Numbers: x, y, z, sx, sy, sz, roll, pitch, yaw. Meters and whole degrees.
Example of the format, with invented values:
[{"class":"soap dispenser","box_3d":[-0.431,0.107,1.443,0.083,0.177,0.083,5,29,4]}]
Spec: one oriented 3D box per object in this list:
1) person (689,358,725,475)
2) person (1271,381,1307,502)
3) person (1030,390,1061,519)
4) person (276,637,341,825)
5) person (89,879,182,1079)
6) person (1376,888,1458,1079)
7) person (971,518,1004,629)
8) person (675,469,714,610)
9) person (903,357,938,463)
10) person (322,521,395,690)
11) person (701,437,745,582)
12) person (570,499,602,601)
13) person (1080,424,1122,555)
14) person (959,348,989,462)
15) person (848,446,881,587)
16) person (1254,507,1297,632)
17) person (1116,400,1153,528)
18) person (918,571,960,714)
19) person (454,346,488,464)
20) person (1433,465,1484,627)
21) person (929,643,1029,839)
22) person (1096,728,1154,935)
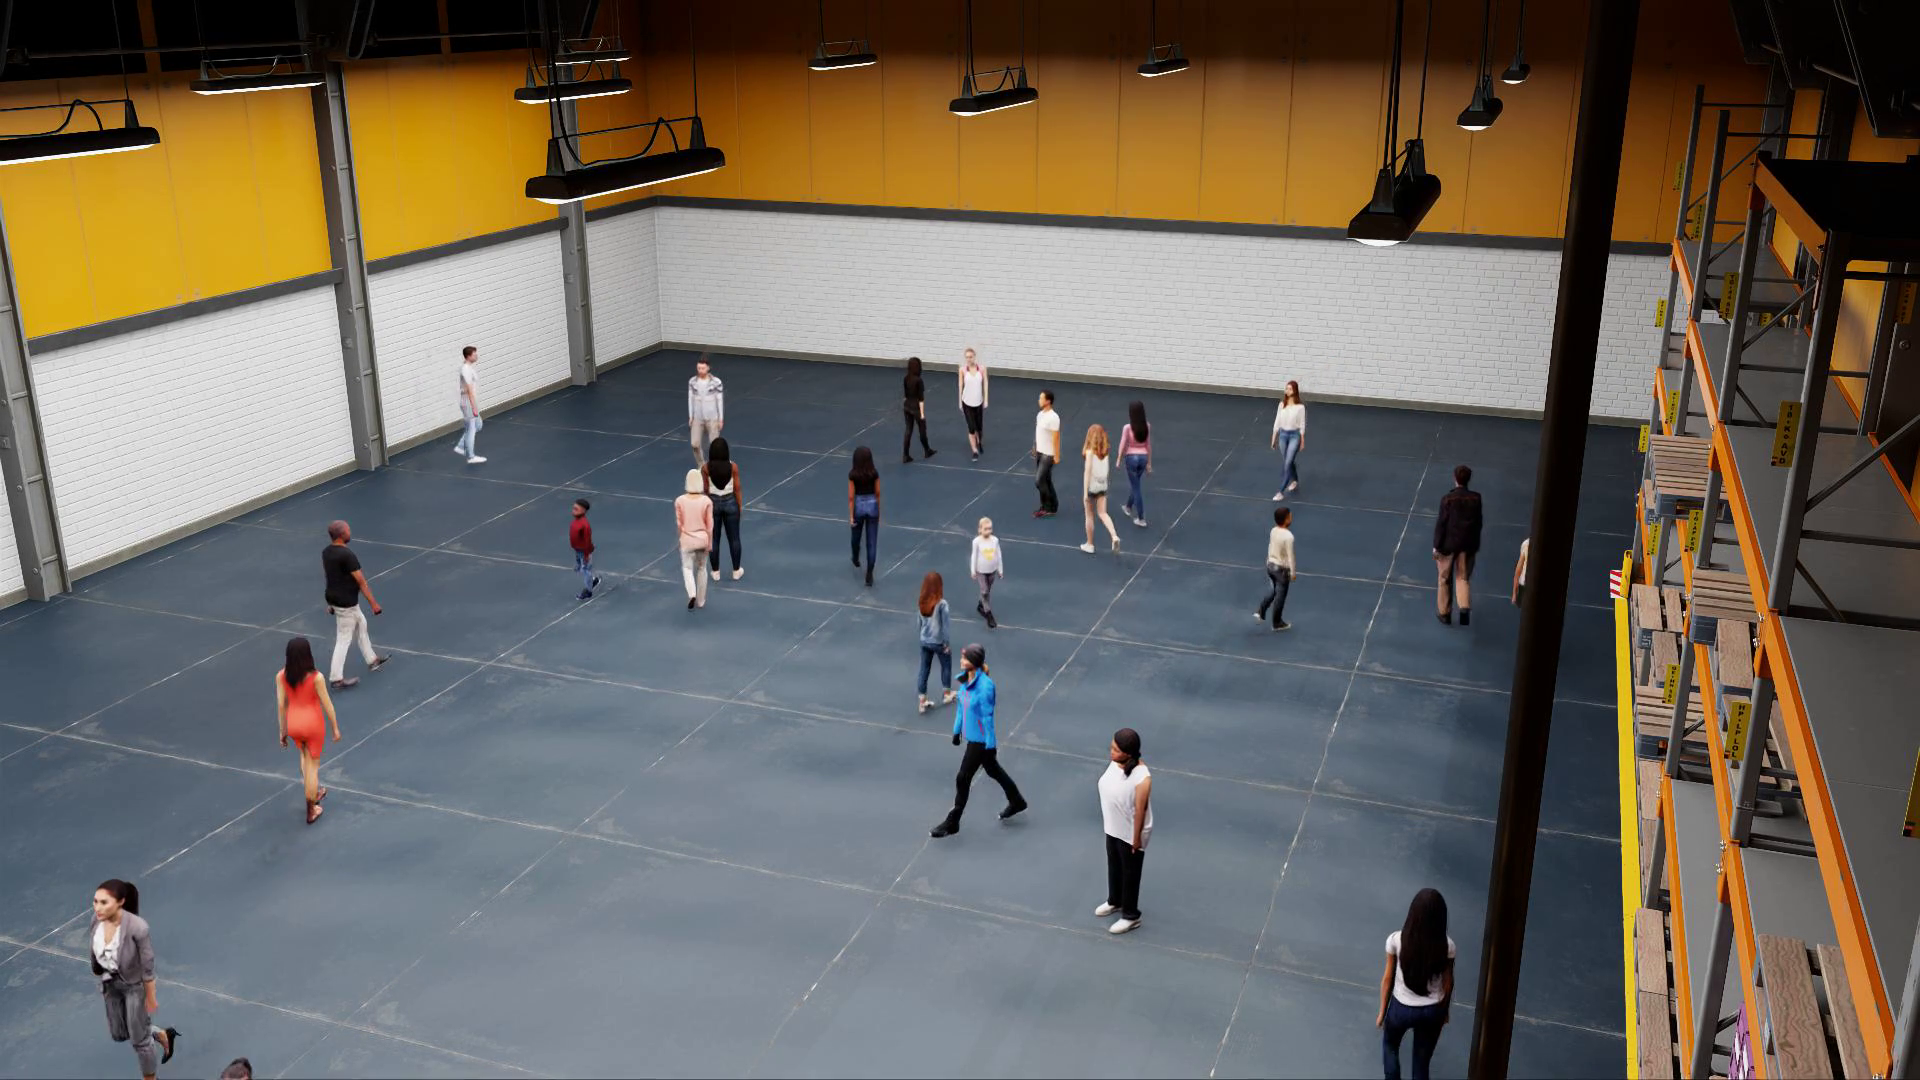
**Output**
[{"class":"person","box_3d":[-3.766,-1.841,24.823,0.792,1.845,0.773,2,19,6]},{"class":"person","box_3d":[4.775,-1.445,23.903,0.836,1.680,1.208,14,23,36]},{"class":"person","box_3d":[1.280,-1.192,22.990,0.875,1.785,0.812,-8,20,-23]},{"class":"person","box_3d":[-5.752,1.693,14.556,0.762,1.700,0.876,1,19,2]},{"class":"person","box_3d":[-5.401,2.924,10.958,0.631,1.663,0.749,7,20,20]},{"class":"person","box_3d":[2.870,3.043,10.449,0.684,1.762,0.693,2,19,7]},{"class":"person","box_3d":[0.284,0.345,19.270,0.852,1.245,0.936,-7,20,-21]},{"class":"person","box_3d":[-3.107,0.038,19.457,0.826,1.708,0.953,-3,19,-8]},{"class":"person","box_3d":[-0.756,-1.981,25.589,0.774,1.621,0.986,14,23,36]},{"class":"person","box_3d":[-6.507,0.706,17.378,0.926,1.769,1.163,17,25,41]},{"class":"person","box_3d":[-2.942,-0.387,20.561,0.737,1.808,0.741,-2,19,-5]},{"class":"person","box_3d":[-4.483,0.096,20.010,0.707,1.245,0.643,-12,22,-32]},{"class":"person","box_3d":[1.817,-0.613,21.334,0.987,1.743,0.990,-12,22,-31]},{"class":"person","box_3d":[0.197,-2.116,25.759,0.720,1.768,0.775,-1,19,-3]},{"class":"person","box_3d":[-1.140,-0.266,20.387,0.928,1.691,1.196,-3,19,-8]},{"class":"person","box_3d":[3.576,0.351,18.930,0.779,1.452,0.719,-9,21,-25]},{"class":"person","box_3d":[2.429,-1.026,22.595,0.963,1.721,1.044,-8,20,-22]},{"class":"person","box_3d":[-0.313,1.056,16.826,0.699,1.458,0.844,12,22,32]},{"class":"person","box_3d":[-7.607,-2.049,25.456,0.895,1.835,0.836,-6,20,-18]},{"class":"person","box_3d":[5.687,0.115,18.918,0.899,1.906,1.059,0,19,-1]},{"class":"person","box_3d":[0.249,1.726,14.384,1.186,1.748,1.166,-7,20,-19]},{"class":"person","box_3d":[1.282,2.231,12.979,0.822,1.686,0.748,-7,20,-19]}]
